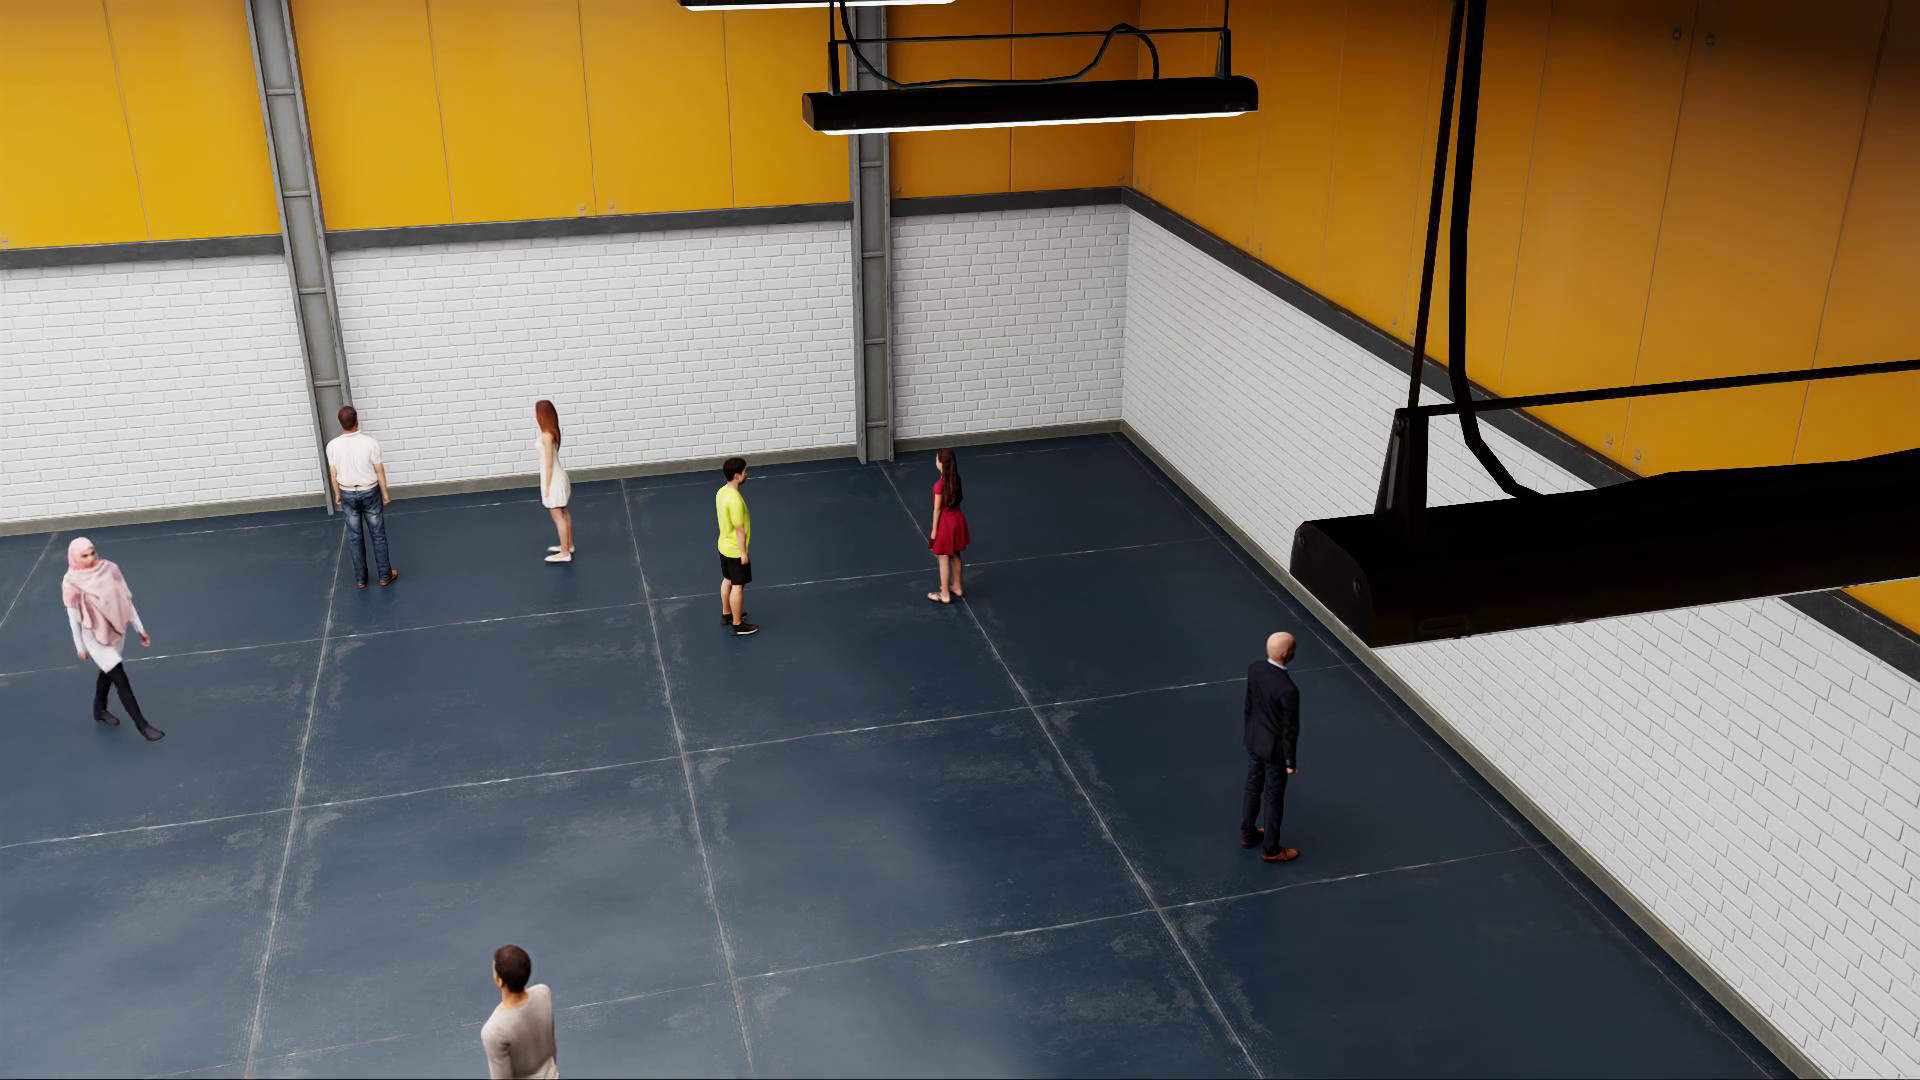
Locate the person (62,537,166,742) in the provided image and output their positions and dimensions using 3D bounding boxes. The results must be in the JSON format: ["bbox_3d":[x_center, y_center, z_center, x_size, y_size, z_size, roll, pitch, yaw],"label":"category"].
[{"bbox_3d":[-7.054,0.809,13.636,1.222,1.749,1.139,12,26,25],"label":"person"}]

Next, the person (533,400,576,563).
[{"bbox_3d":[-4.128,-0.619,16.951,0.559,1.711,0.591,-2,24,-5],"label":"person"}]

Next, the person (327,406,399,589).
[{"bbox_3d":[-5.890,-0.427,16.330,0.529,1.856,0.738,-4,24,-9],"label":"person"}]

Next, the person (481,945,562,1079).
[{"bbox_3d":[-2.243,2.906,8.691,0.785,1.867,0.739,11,26,24],"label":"person"}]

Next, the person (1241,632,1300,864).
[{"bbox_3d":[2.244,1.480,12.040,0.663,1.800,0.723,-12,26,-26],"label":"person"}]

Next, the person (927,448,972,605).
[{"bbox_3d":[-0.112,-0.151,16.080,0.744,1.551,0.683,17,29,33],"label":"person"}]

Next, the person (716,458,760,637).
[{"bbox_3d":[-2.105,0.048,15.432,0.599,1.705,0.656,-12,26,-25],"label":"person"}]
